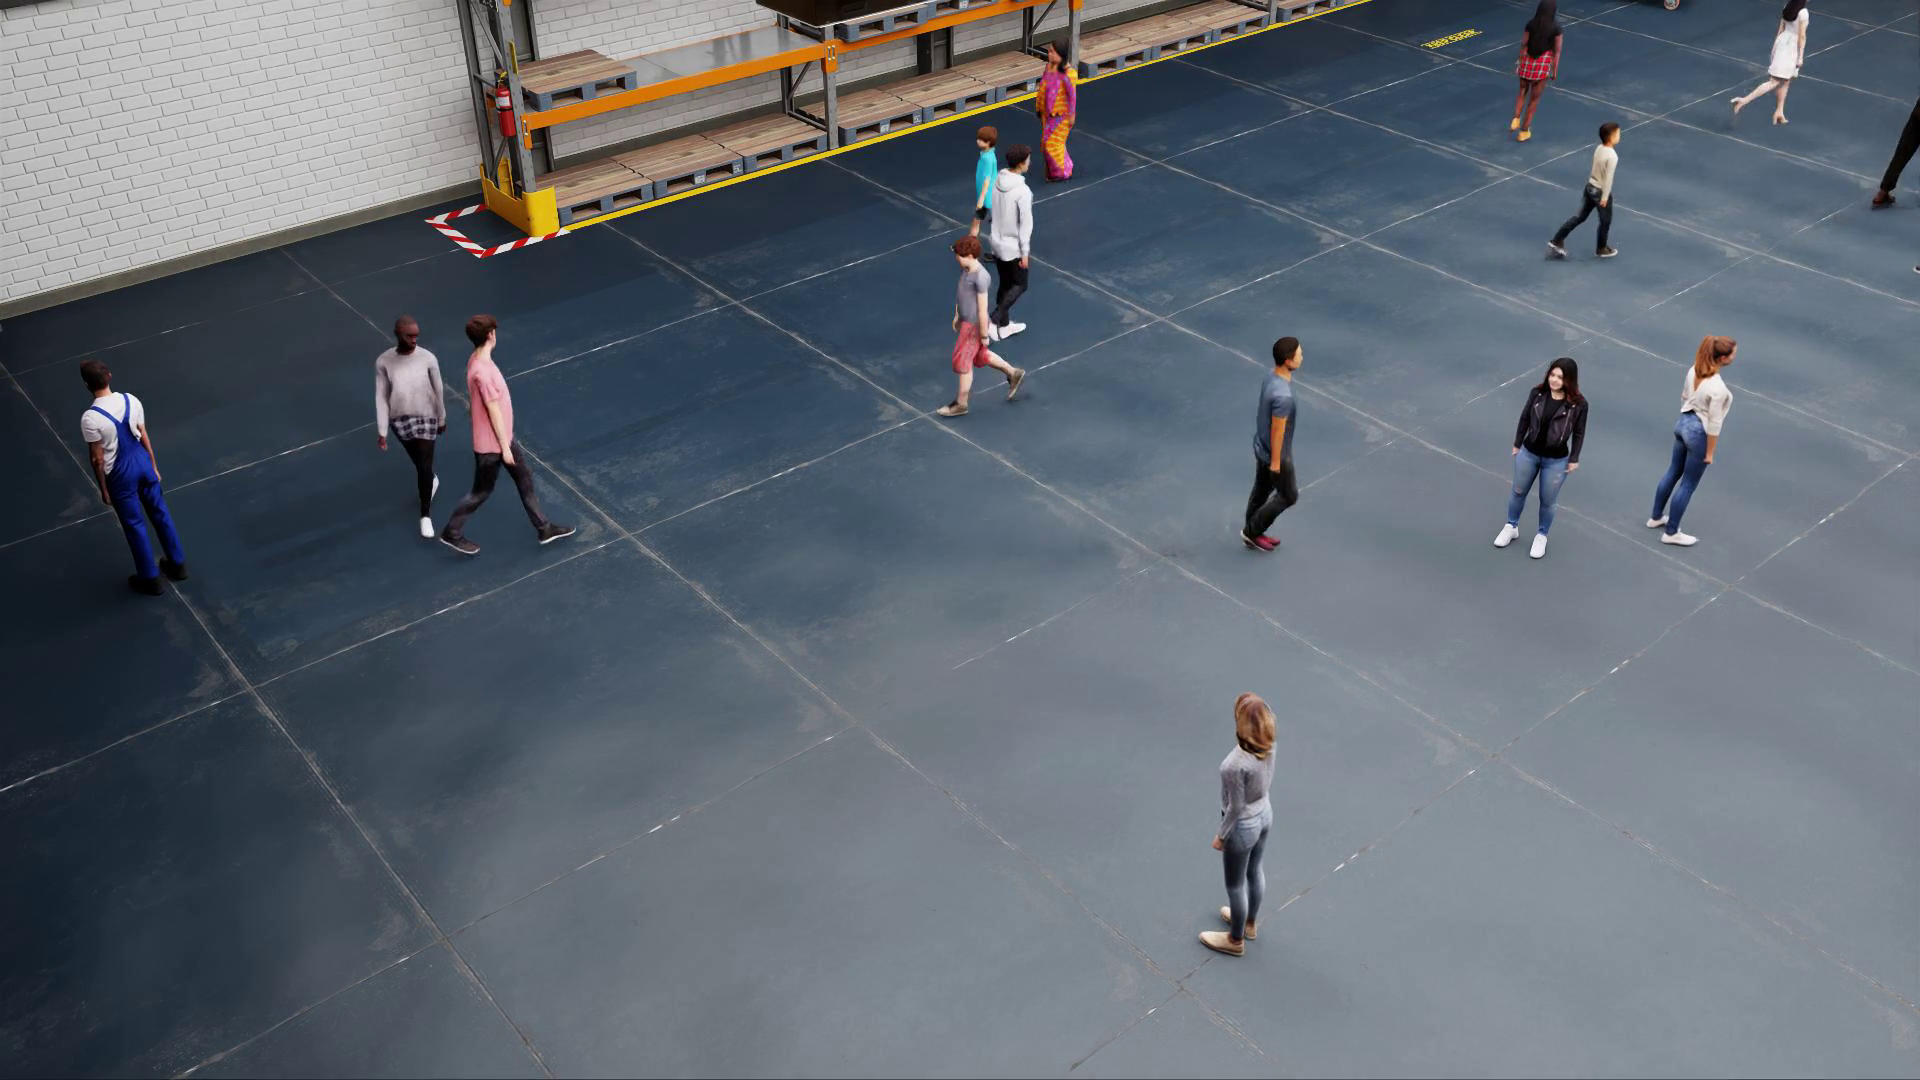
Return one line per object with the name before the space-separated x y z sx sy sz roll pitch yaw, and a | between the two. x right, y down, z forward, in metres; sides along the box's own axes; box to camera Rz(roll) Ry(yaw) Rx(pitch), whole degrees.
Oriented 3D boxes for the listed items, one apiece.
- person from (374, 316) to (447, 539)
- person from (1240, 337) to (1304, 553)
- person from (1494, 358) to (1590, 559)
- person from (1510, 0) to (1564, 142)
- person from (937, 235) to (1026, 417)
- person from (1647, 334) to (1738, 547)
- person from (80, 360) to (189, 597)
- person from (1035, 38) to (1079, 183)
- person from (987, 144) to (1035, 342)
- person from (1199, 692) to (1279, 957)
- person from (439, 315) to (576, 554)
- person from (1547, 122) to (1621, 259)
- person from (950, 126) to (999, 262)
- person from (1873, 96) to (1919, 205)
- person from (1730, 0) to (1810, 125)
person | -4.253 -0.966 12.958 1.190 1.715 1.119 -4 34 -6
person | 2.267 -0.692 12.467 0.846 1.803 0.799 1 34 1
person | 4.403 -0.636 12.534 0.703 1.634 0.647 22 39 29
person | 6.889 -5.635 19.987 0.671 1.709 0.701 23 40 30
person | 0.202 -1.865 14.396 1.139 1.619 0.862 -10 35 -14
person | 5.589 -0.778 12.670 0.698 1.719 0.688 -4 34 -6
person | -6.032 -0.466 12.086 0.745 1.848 0.609 18 38 25
person | 1.151 -4.883 18.902 0.754 1.658 0.690 -19 38 -26
person | 0.377 -2.695 15.382 0.882 1.911 0.713 -25 41 -33
person | 1.560 1.556 9.091 0.681 1.795 0.492 25 41 33
person | -3.587 -0.710 12.399 1.338 1.907 1.030 -7 34 -11
person | 6.494 -3.572 17.123 1.059 1.444 0.857 -6 34 -10
person | 0.360 -3.553 17.103 0.894 1.434 0.783 -3 34 -5
person | 10.535 -4.538 18.209 1.341 1.850 0.873 -16 37 -23
person | 10.027 -5.903 20.357 1.164 1.746 1.000 -4 34 -5
